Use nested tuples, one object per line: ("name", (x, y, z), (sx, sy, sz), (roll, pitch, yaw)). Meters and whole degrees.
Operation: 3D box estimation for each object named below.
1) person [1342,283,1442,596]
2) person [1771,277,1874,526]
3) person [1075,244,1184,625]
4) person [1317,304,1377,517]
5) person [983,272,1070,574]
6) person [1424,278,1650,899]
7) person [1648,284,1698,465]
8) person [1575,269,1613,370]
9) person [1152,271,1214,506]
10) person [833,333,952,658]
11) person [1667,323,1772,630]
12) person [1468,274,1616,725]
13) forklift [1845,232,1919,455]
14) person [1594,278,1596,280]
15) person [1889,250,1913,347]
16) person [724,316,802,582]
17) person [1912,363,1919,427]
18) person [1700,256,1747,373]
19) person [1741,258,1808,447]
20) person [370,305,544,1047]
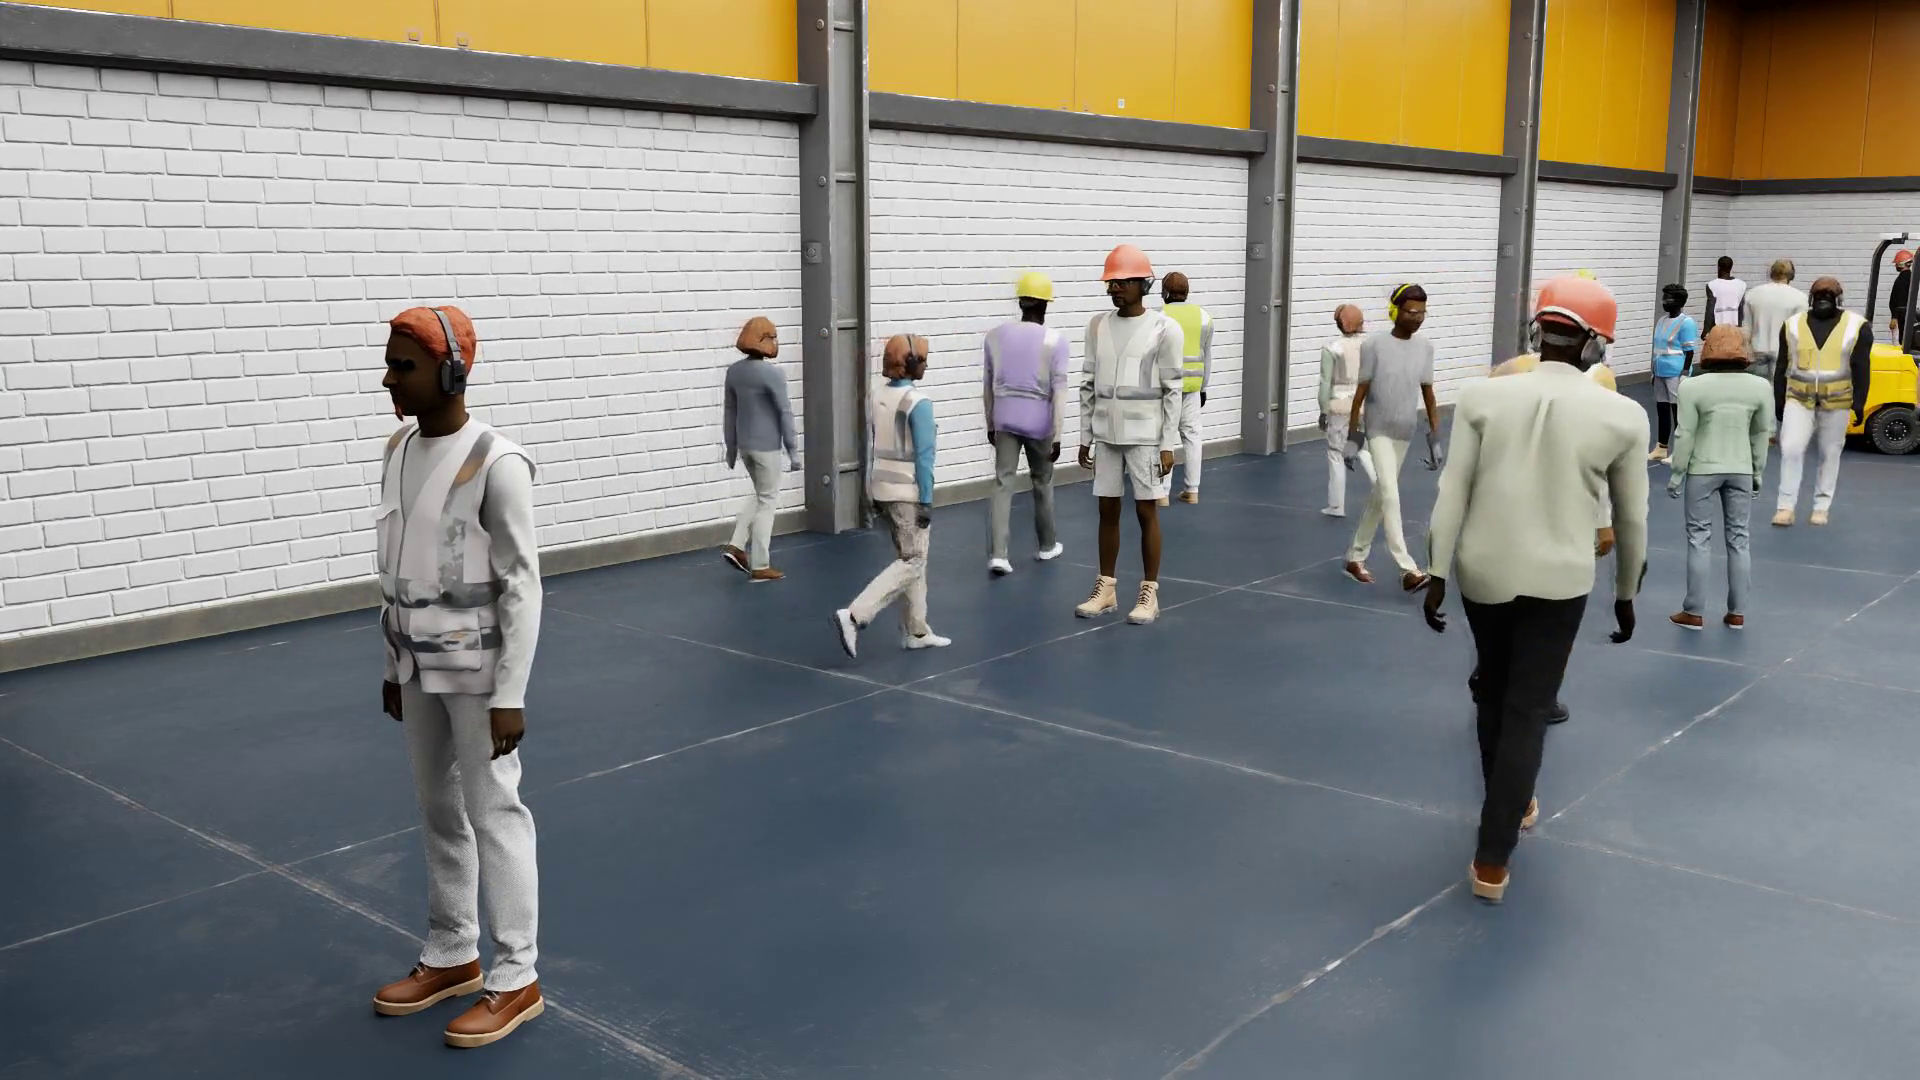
("person", (2.580, -0.585, 9.786), (0.531, 1.810, 0.992), (-4, 11, -21))
("person", (6.210, -0.983, 12.038), (0.648, 1.810, 0.797), (7, 12, 33))
("person", (0.900, -0.564, 9.011), (0.607, 2.044, 0.378), (7, 12, 33))
("person", (2.954, -0.946, 12.410), (0.518, 1.620, 0.550), (-3, 10, -18))
("person", (0.403, -0.735, 10.465), (0.604, 1.883, 0.980), (3, 11, 19))
("person", (1.869, 0.132, 5.386), (0.633, 1.919, 0.948), (6, 11, 29))
("person", (6.676, -1.553, 15.624), (0.317, 1.695, 0.540), (-2, 10, -11))
("person", (6.303, -1.832, 16.881), (0.601, 1.801, 0.743), (2, 10, 13))
("person", (1.686, -1.189, 13.138), (0.620, 1.845, 0.430), (-4, 11, -22))
("person", (-0.332, -0.206, 8.192), (0.669, 1.620, 0.523), (-6, 12, -30))
("person", (4.030, -0.333, 8.858), (0.503, 1.631, 0.283), (0, 10, 1))
("person", (2.473, -0.147, 7.004), (0.469, 1.920, 0.550), (-8, 13, -37))
("forklift", (9.955, -1.972, 16.595), (2.313, 2.155, 1.214), (1, 10, 8))
("person", (7.705, -2.410, 20.541), (0.536, 1.688, 0.318), (2, 10, 13))
("person", (14.300, -3.400, 25.296), (0.622, 1.990, 0.397), (-9, 14, -42))
("person", (-1.185, -0.545, 10.107), (0.343, 1.622, 0.505), (-9, 14, -43))
("person", (7.072, -0.956, 11.655), (0.632, 1.889, 0.658), (-9, 14, -43))
("person", (10.395, -2.896, 22.650), (0.597, 1.915, 0.370), (-2, 10, -13))
("person", (8.335, -1.913, 17.020), (0.443, 1.923, 0.638), (-8, 13, -40))
("person", (-1.306, 0.347, 4.279), (0.580, 1.883, 0.352), (8, 13, 38))
